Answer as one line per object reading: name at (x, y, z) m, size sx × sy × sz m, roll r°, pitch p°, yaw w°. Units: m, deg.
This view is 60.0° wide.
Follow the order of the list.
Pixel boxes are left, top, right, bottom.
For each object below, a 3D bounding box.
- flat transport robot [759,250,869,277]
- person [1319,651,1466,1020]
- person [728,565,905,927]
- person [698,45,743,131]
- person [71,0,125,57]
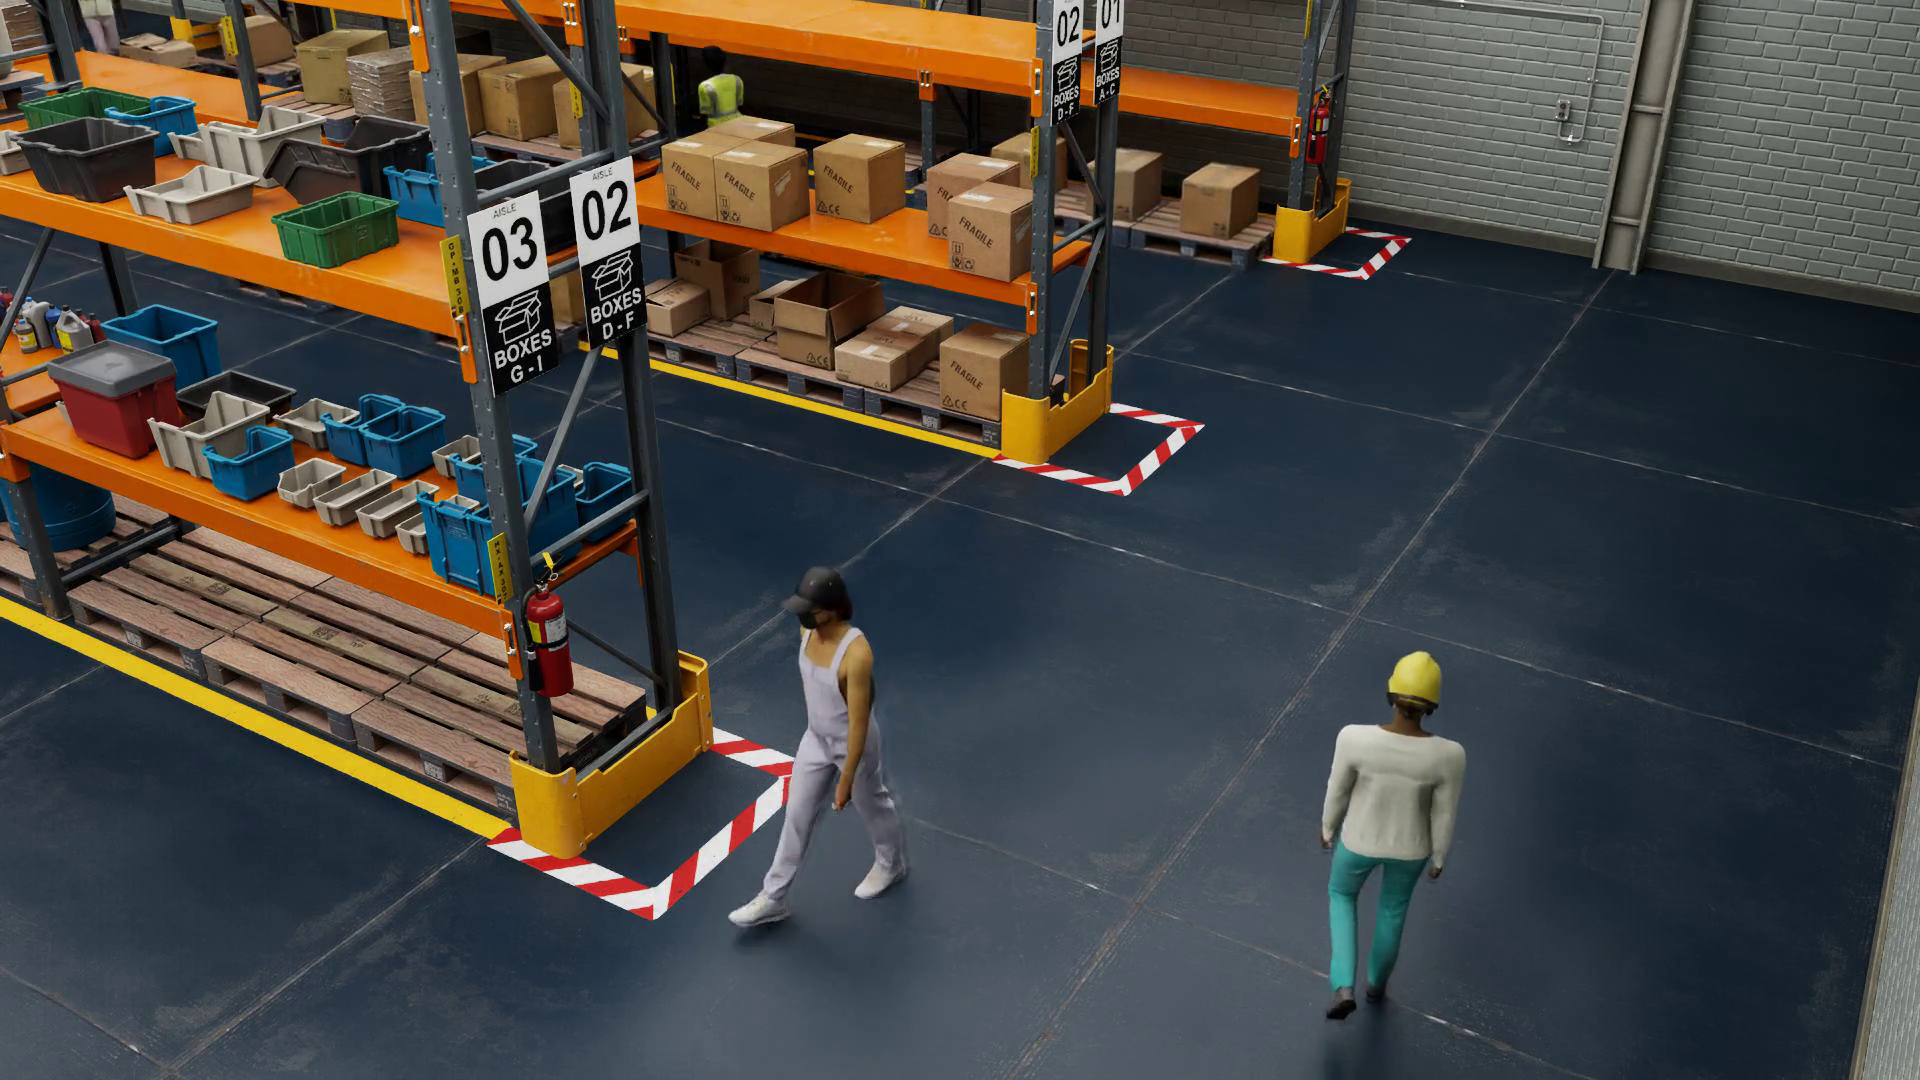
flat transport robot at (-1.317, -2.765, 15.595) m, size 1.431 × 0.231 × 0.659 m, roll 17°, pitch 33°, yaw 27°
person at (1.752, 1.269, 6.832) m, size 0.532 × 1.748 × 0.528 m, roll 5°, pitch 30°, yaw 10°
person at (-0.610, 0.946, 7.345) m, size 0.509 × 1.818 × 0.958 m, roll 26°, pitch 38°, yaw 38°
person at (-2.298, -4.012, 16.380) m, size 0.558 × 1.681 × 0.487 m, roll -24°, pitch 37°, yaw -36°
person at (-10.778, -6.552, 20.799) m, size 0.567 × 1.820 × 0.750 m, roll -21°, pitch 36°, yaw -33°
